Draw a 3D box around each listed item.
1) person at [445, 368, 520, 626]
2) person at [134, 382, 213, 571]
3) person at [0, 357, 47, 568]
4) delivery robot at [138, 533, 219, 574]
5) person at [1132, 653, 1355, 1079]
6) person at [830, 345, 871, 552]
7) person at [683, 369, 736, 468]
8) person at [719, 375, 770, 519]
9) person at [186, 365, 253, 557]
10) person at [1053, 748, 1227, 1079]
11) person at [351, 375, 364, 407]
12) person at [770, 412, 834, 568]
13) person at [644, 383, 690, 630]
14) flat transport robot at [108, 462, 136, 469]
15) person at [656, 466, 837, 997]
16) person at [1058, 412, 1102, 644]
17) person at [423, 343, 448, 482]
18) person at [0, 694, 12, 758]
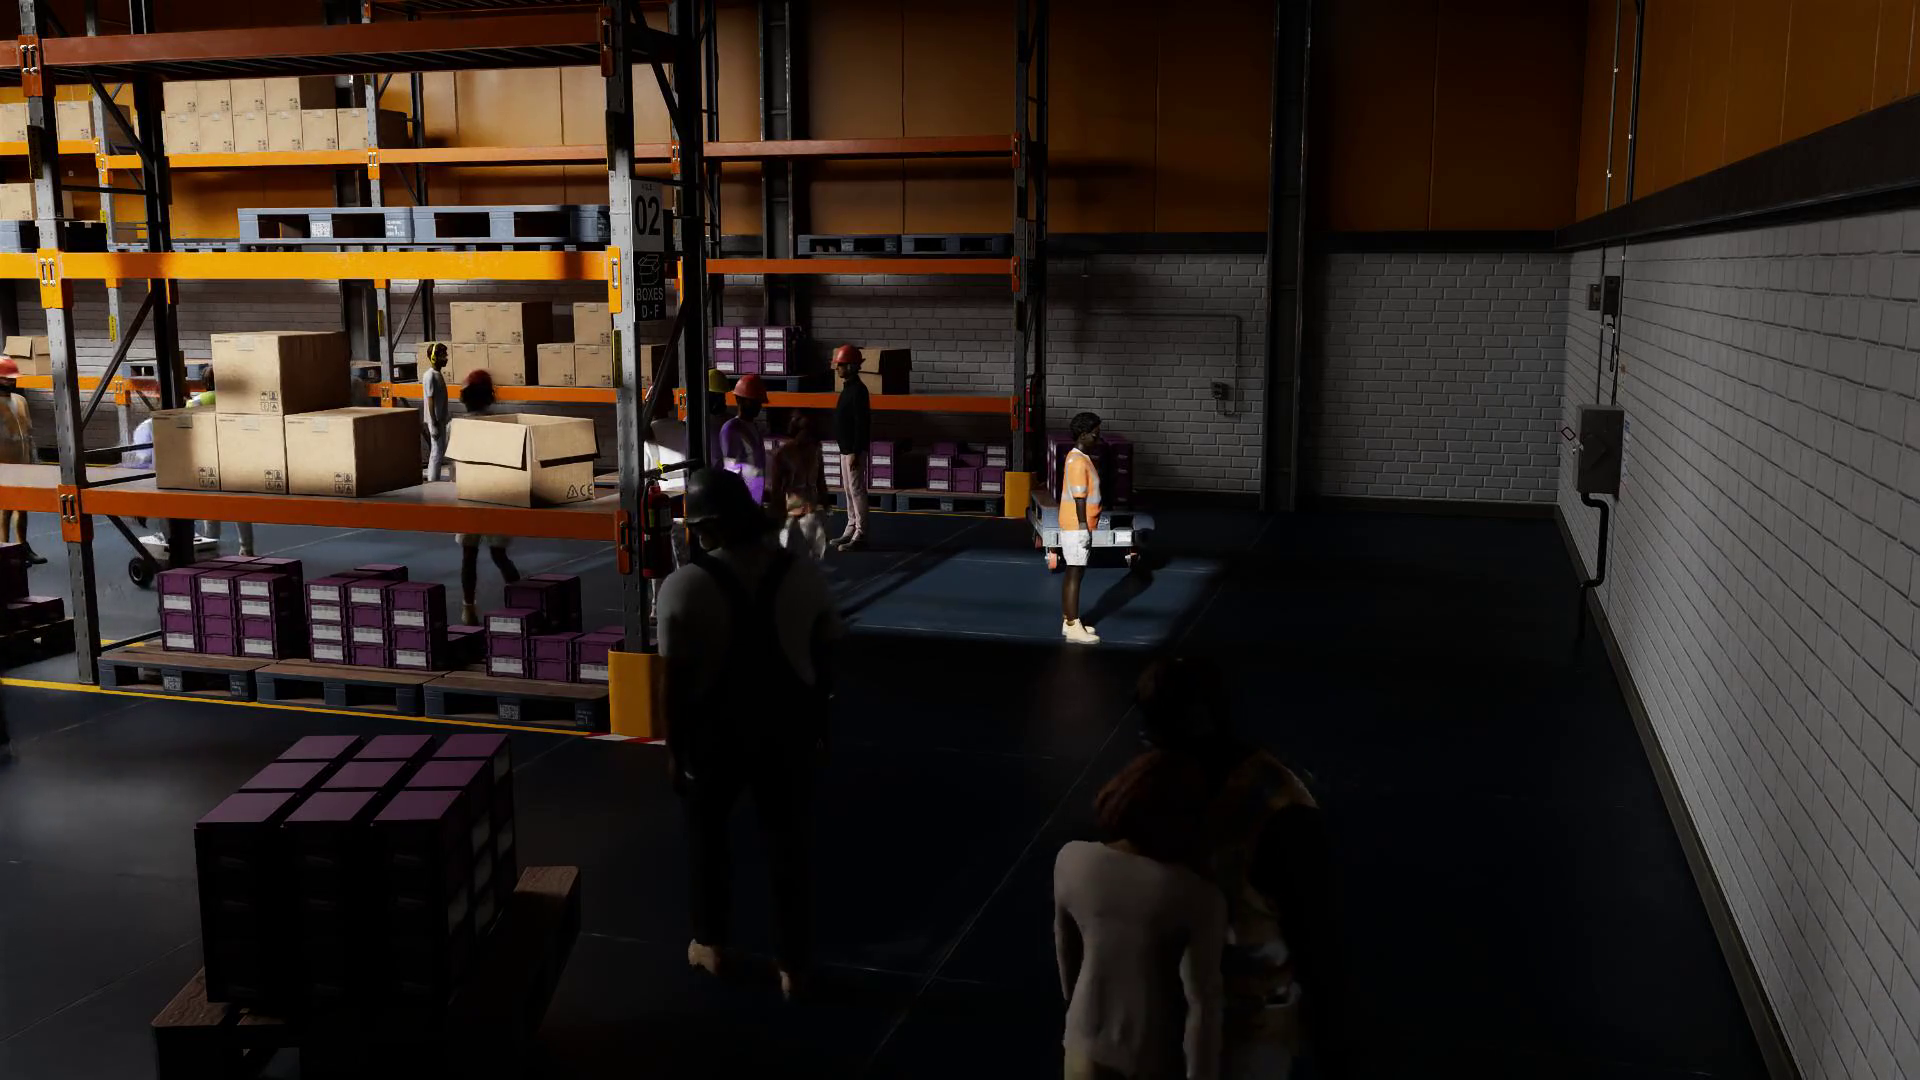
[{"bbox_3d":[-3.543,-0.289,12.532,0.616,1.991,0.867,-8,12,-40],"label":"person"},{"bbox_3d":[-5.963,-0.304,12.784,0.681,1.915,0.579,4,10,22],"label":"person"},{"bbox_3d":[-8.655,-0.705,15.195,0.385,1.936,0.546,2,9,10],"label":"person"},{"bbox_3d":[-6.705,0.086,14.272,0.707,0.478,0.477,5,11,29],"label":"delivery robot"},{"bbox_3d":[0.689,1.166,4.188,0.570,1.802,0.644,-4,10,-24],"label":"person"},{"bbox_3d":[-1.052,-0.887,16.109,0.375,1.995,0.611,-3,10,-17],"label":"person"},{"bbox_3d":[-1.974,-0.415,13.441,0.369,1.927,0.589,7,12,37],"label":"person"},{"bbox_3d":[-1.613,-0.295,12.704,0.374,1.928,0.542,2,10,13],"label":"person"},{"bbox_3d":[-6.905,-0.716,15.568,0.630,1.836,0.429,-6,11,-32],"label":"person"},{"bbox_3d":[0.473,1.274,4.170,0.501,1.592,0.695,5,11,28],"label":"person"},{"bbox_3d":[-6.607,-1.139,17.820,0.636,1.948,0.604,7,11,35],"label":"person"},{"bbox_3d":[-1.307,-0.225,13.267,0.533,1.596,0.602,-9,13,-44],"label":"person"},{"bbox_3d":[-2.235,-0.252,12.583,0.572,1.883,0.353,-9,13,-43],"label":"person"},{"bbox_3d":[-10.470,-0.869,21.239,0.652,0.197,1.431,0,9,2],"label":"flat transport robot"},{"bbox_3d":[-0.819,0.691,6.350,0.706,2.000,0.705,-3,10,-20],"label":"person"},{"bbox_3d":[0.882,-0.095,12.201,0.320,1.692,0.531,0,9,1],"label":"person"},{"bbox_3d":[-6.061,-1.352,19.331,0.309,1.868,0.534,-1,9,-7],"label":"person"},{"bbox_3d":[-5.689,0.451,9.155,0.809,1.591,0.515,-1,9,-5],"label":"person"}]
